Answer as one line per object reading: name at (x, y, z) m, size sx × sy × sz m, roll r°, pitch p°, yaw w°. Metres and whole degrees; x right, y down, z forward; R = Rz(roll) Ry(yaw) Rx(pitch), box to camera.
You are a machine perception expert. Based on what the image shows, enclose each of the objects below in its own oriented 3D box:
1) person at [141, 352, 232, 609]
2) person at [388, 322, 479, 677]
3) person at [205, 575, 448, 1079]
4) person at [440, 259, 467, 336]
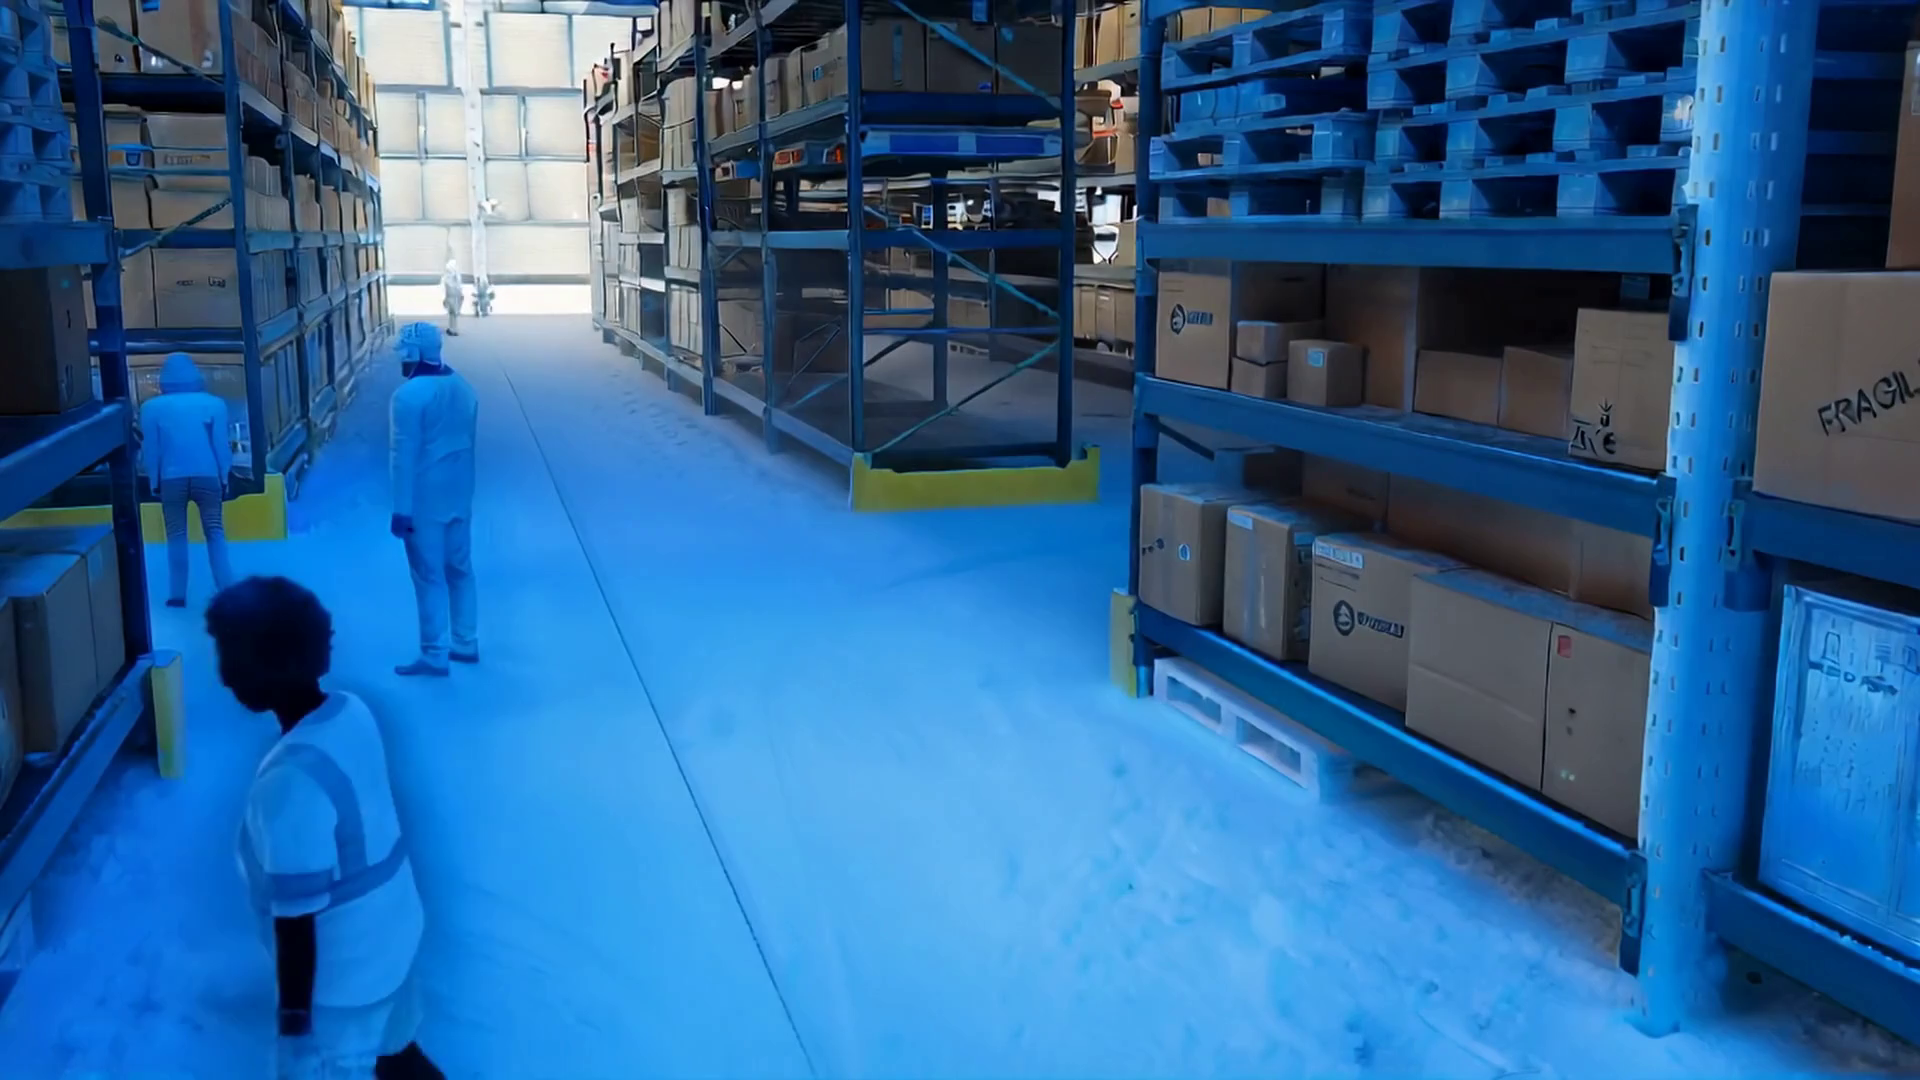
person at (-4.902, -0.375, 10.579) m, size 0.497 × 1.626 × 0.287 m, roll -7°, pitch 12°, yaw -32°
person at (-2.861, -0.220, 8.979) m, size 0.399 × 1.899 × 0.646 m, roll 3°, pitch 11°, yaw 15°
person at (-1.256, 0.885, 3.525) m, size 0.482 × 1.673 × 0.723 m, roll -1°, pitch 10°, yaw -4°
person at (-11.949, -5.705, 39.280) m, size 0.431 × 1.817 × 0.594 m, roll 8°, pitch 13°, yaw 37°
